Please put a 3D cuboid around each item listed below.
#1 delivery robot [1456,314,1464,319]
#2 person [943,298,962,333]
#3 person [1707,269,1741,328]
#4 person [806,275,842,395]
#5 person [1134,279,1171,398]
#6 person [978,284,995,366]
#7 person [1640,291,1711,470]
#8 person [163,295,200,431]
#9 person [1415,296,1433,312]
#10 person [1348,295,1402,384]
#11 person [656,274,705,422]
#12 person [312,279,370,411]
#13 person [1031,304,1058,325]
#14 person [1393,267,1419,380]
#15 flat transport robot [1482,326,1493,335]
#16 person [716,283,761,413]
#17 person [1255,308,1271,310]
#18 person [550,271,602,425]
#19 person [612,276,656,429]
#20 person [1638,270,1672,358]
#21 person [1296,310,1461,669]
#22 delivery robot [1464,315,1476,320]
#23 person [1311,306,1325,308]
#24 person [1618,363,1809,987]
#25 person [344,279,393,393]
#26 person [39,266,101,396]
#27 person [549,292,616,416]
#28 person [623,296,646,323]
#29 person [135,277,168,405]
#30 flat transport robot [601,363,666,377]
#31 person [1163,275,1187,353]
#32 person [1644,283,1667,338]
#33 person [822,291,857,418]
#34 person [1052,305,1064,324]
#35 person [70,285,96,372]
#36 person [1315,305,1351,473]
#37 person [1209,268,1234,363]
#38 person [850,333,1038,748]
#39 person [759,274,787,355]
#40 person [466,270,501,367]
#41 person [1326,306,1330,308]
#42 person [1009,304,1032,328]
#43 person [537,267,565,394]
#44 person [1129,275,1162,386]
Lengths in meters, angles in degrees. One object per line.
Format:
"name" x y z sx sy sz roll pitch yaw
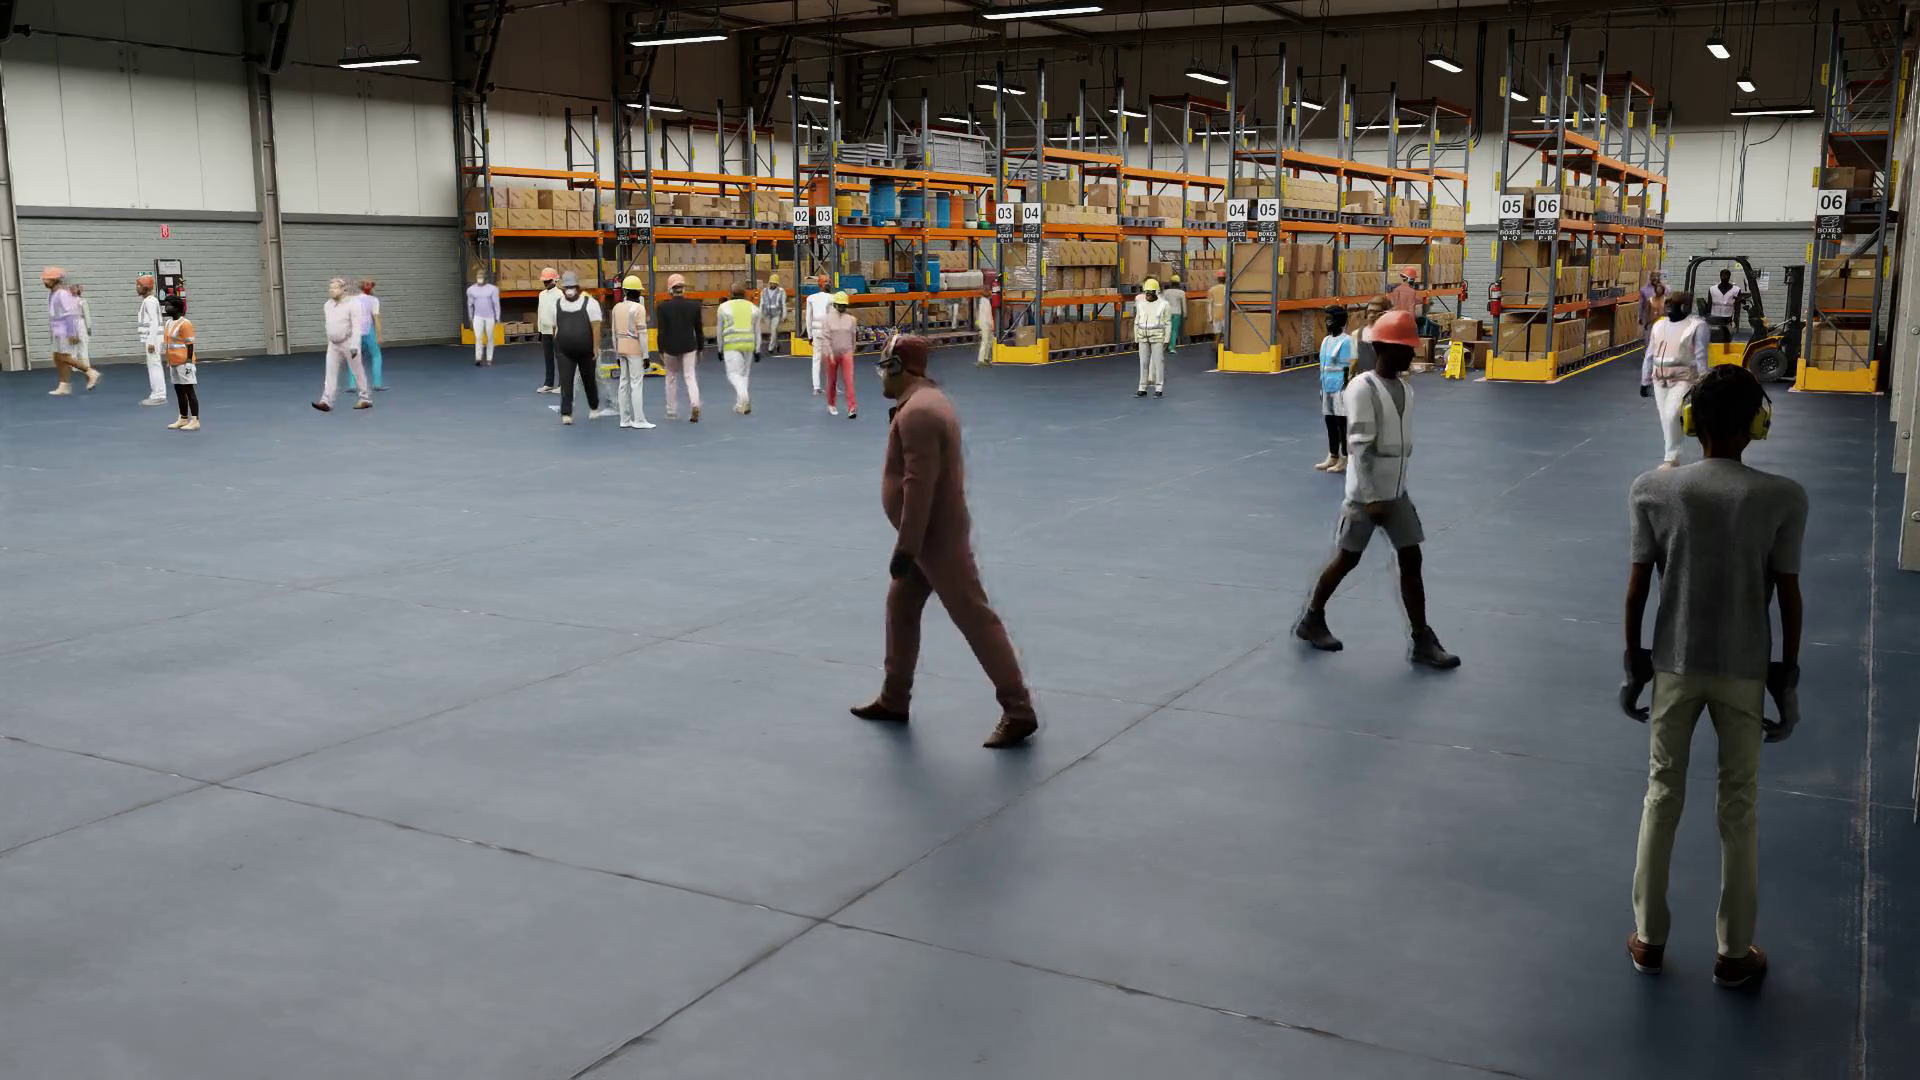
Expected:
"delivery robot" 13.910 -6.015 46.126 0.477 0.478 0.707 -2 10 -14
"person" -0.213 -6.690 47.340 0.527 1.584 0.866 3 10 15
"person" 14.975 -4.352 32.674 0.597 1.918 0.382 5 11 28
"person" -2.133 -3.206 26.070 0.575 1.883 0.356 4 11 24
"person" 2.932 -3.081 25.496 0.599 1.827 0.404 6 11 32
"person" 0.545 -4.231 32.855 0.437 1.620 0.506 -1 10 -5
"person" 7.086 -1.569 16.646 0.627 1.822 0.663 -5 11 -28
"person" -9.756 -2.213 20.800 0.540 1.695 0.317 7 12 37
"person" 13.024 -6.743 46.804 0.661 1.874 0.676 -9 13 -43
"person" 3.910 -1.380 15.587 0.517 1.826 0.744 6 12 33
"person" -3.669 -2.530 21.932 0.630 1.952 0.920 -4 10 -20
"person" -8.716 -2.741 23.422 0.671 1.850 0.983 4 10 20
"person" 1.916 -5.223 37.741 0.629 1.932 0.365 0 10 0
"person" 7.877 -3.827 29.410 0.402 1.988 0.612 -3 10 -19
"flat transport robot" 14.583 -5.759 45.732 0.652 0.197 1.431 -1 10 -8
"person" -3.014 -2.635 22.942 0.625 1.816 0.766 -6 11 -30
"person" 6.909 -5.191 37.684 0.956 1.888 0.592 -9 13 -44
"person" -5.020 -2.559 21.820 0.679 2.000 0.998 -1 10 -5
"person" -4.139 -2.366 21.023 0.587 1.928 0.382 8 12 39
"person" 14.661 -4.751 35.116 0.651 1.880 0.765 5 11 26
"person" 2.254 -0.284 8.954 0.554 1.899 0.955 -7 12 -36
"delivery robot" 13.859 -5.916 45.548 0.707 0.478 0.477 -2 10 -11
"person" 9.792 -6.443 45.746 0.541 1.628 0.362 0 10 1
"person" 2.248 0.406 4.987 0.508 1.864 0.329 5 11 29
"person" -9.556 -3.270 26.697 0.643 1.802 0.641 2 10 12
"person" -14.015 -3.274 26.094 0.631 2.021 0.681 9 13 42
"person" -5.117 -2.517 22.570 0.911 1.687 0.510 -4 10 -21
"person" -6.726 -4.511 34.439 0.500 1.634 0.286 4 10 21
"person" -11.896 -2.894 24.326 0.472 1.884 0.597 -5 11 -26
"flat transport robot" -6.027 -3.080 30.046 1.431 0.197 0.652 -6 11 -29
"person" 4.863 -5.072 37.434 0.540 1.738 0.793 5 11 29
"person" 14.099 -4.367 33.604 0.526 1.628 0.358 6 11 30
"person" -1.636 -2.507 22.520 0.497 1.708 0.987 -3 10 -15
"person" 2.451 -6.083 42.897 0.558 1.903 0.960 4 10 20
"person" -16.556 -3.968 31.245 0.522 1.638 0.310 3 10 15
"person" 3.792 -1.521 16.777 0.321 1.689 0.530 -3 10 -19
"person" 5.320 -4.532 33.710 0.578 1.923 0.403 6 11 32
"person" -0.058 -0.010 7.546 0.897 1.840 0.697 0 10 1
"person" -4.128 -5.004 36.917 0.606 1.785 0.753 2 10 12
"person" -9.401 -4.366 32.840 0.650 1.885 1.007 -2 10 -10
"person" 11.055 -7.268 49.688 0.369 1.939 0.542 7 12 36
"person" 1.435 -5.433 39.617 0.541 1.723 0.912 3 10 15
"person" -6.483 -3.323 26.428 0.611 1.995 0.377 6 11 31
"person" 3.111 -3.515 27.980 0.516 1.848 0.650 -5 11 -28
